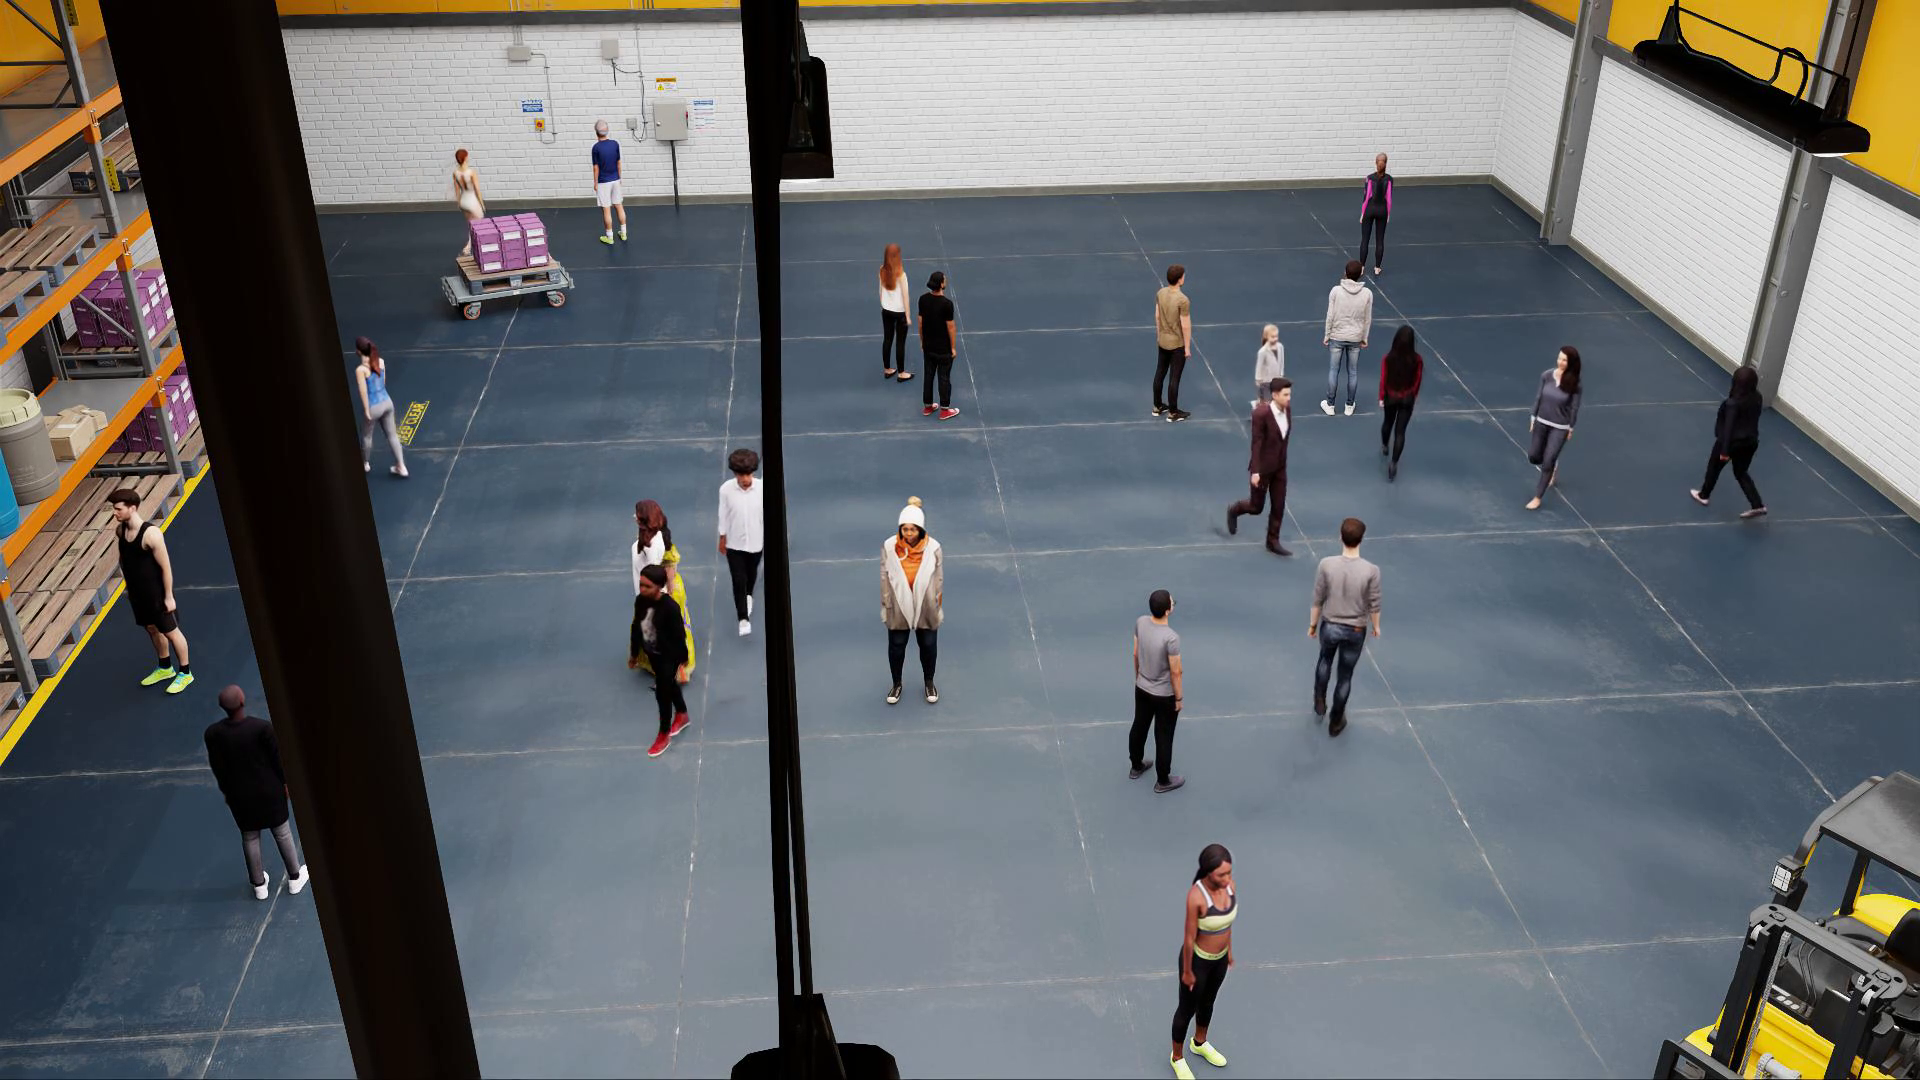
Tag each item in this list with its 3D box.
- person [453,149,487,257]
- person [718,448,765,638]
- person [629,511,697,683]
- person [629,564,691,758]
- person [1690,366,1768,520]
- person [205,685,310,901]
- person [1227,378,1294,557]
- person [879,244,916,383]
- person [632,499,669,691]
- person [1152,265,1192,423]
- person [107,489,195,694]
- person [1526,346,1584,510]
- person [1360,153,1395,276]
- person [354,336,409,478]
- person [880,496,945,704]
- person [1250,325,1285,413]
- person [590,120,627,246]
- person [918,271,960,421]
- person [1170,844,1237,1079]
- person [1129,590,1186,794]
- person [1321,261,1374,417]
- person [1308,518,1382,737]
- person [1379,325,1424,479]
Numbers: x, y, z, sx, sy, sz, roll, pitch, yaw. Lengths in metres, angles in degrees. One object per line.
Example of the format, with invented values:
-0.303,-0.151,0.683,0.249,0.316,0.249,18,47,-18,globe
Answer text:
-7.097,-4.802,24.012,0.793,1.628,0.969,10,30,17,person
-1.957,-0.050,15.160,0.738,1.761,1.133,-5,29,-9,person
-2.580,0.457,14.337,1.063,1.660,0.963,-21,35,-34,person
-2.371,0.881,13.566,0.872,1.654,0.950,19,34,31,person
8.004,-0.940,16.988,0.945,1.574,1.189,-15,32,-25,person
-5.005,1.784,11.799,0.664,1.762,0.585,-6,29,-11,person
2.974,-0.747,16.351,0.976,1.845,1.147,-18,34,-30,person
-0.794,-2.762,20.175,0.644,1.722,0.696,20,35,33,person
-2.593,0.453,14.203,0.688,1.795,0.489,-6,29,-11,person
2.437,-2.280,19.156,0.811,1.851,0.701,-20,35,-33,person
-6.906,0.414,14.175,0.781,1.891,0.769,12,31,21,person
6.188,-1.204,17.285,0.986,1.753,1.025,24,36,36,person
5.880,-4.622,23.554,0.592,1.752,0.600,2,29,3,person
-6.205,-1.410,17.842,0.960,1.582,0.956,16,32,27,person
-0.398,0.506,14.006,0.697,1.891,0.653,-1,29,-2,person
3.510,-1.875,19.030,0.697,1.261,0.838,-16,32,-27,person
-5.246,-5.350,24.796,0.723,1.838,0.749,-22,36,-35,person
-0.260,-2.257,19.212,0.720,1.758,0.751,17,33,28,person
1.509,2.594,10.320,0.642,1.755,0.667,-20,34,-32,person
1.533,1.154,12.960,0.762,1.755,0.679,-24,37,-36,person
4.471,-2.345,19.273,0.695,1.853,0.594,1,29,1,person
3.101,0.766,13.536,0.848,1.886,0.874,13,31,23,person
4.740,-1.453,17.886,0.812,1.614,1.113,6,29,11,person
